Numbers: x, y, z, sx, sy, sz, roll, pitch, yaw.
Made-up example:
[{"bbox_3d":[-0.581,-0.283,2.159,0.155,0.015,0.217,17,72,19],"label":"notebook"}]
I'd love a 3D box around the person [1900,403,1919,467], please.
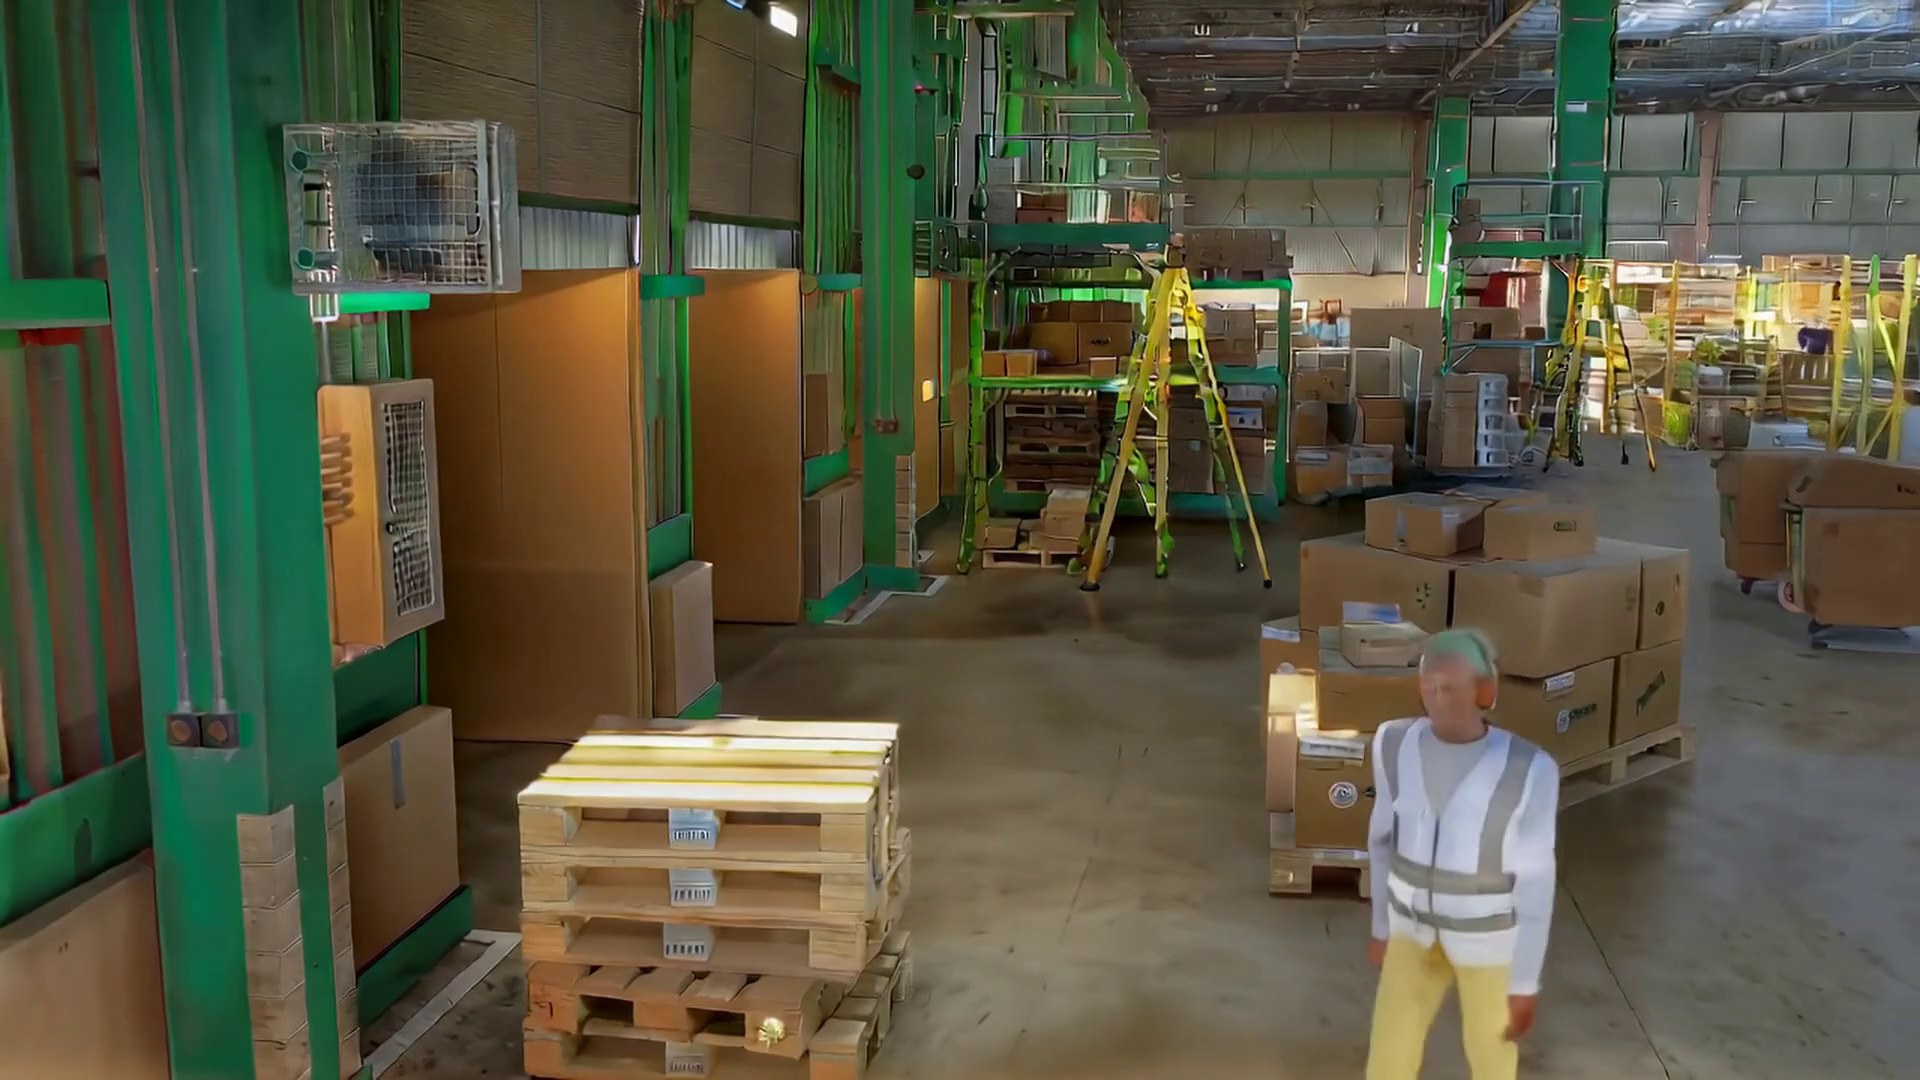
[{"bbox_3d":[9.288,-0.712,16.190,0.613,1.898,0.716,-5,11,-30],"label":"person"}]

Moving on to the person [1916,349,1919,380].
[{"bbox_3d":[15.504,-2.344,26.752,0.323,1.736,0.488,5,10,26],"label":"person"}]

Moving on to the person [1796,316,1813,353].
[{"bbox_3d":[21.889,-4.952,42.986,0.545,1.680,0.406,3,10,20],"label":"person"}]

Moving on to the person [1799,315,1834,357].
[{"bbox_3d":[18.285,-3.833,35.459,0.636,1.888,1.003,0,9,3],"label":"person"}]

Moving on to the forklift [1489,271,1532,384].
[{"bbox_3d":[13.426,-5.323,41.594,1.873,2.768,1.129,1,9,9],"label":"forklift"}]

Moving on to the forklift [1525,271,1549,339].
[{"bbox_3d":[15.943,-6.001,45.779,1.873,2.768,1.129,-3,10,-17],"label":"forklift"}]

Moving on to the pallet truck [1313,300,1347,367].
[{"bbox_3d":[11.159,-6.200,49.718,0.823,1.965,1.885,4,10,26],"label":"pallet truck"}]

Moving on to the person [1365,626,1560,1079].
[{"bbox_3d":[1.355,1.170,4.721,0.602,1.839,0.945,8,12,41],"label":"person"}]

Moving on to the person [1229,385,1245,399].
[{"bbox_3d":[5.786,-3.568,34.579,0.311,1.642,0.514,-9,13,-44],"label":"person"}]
